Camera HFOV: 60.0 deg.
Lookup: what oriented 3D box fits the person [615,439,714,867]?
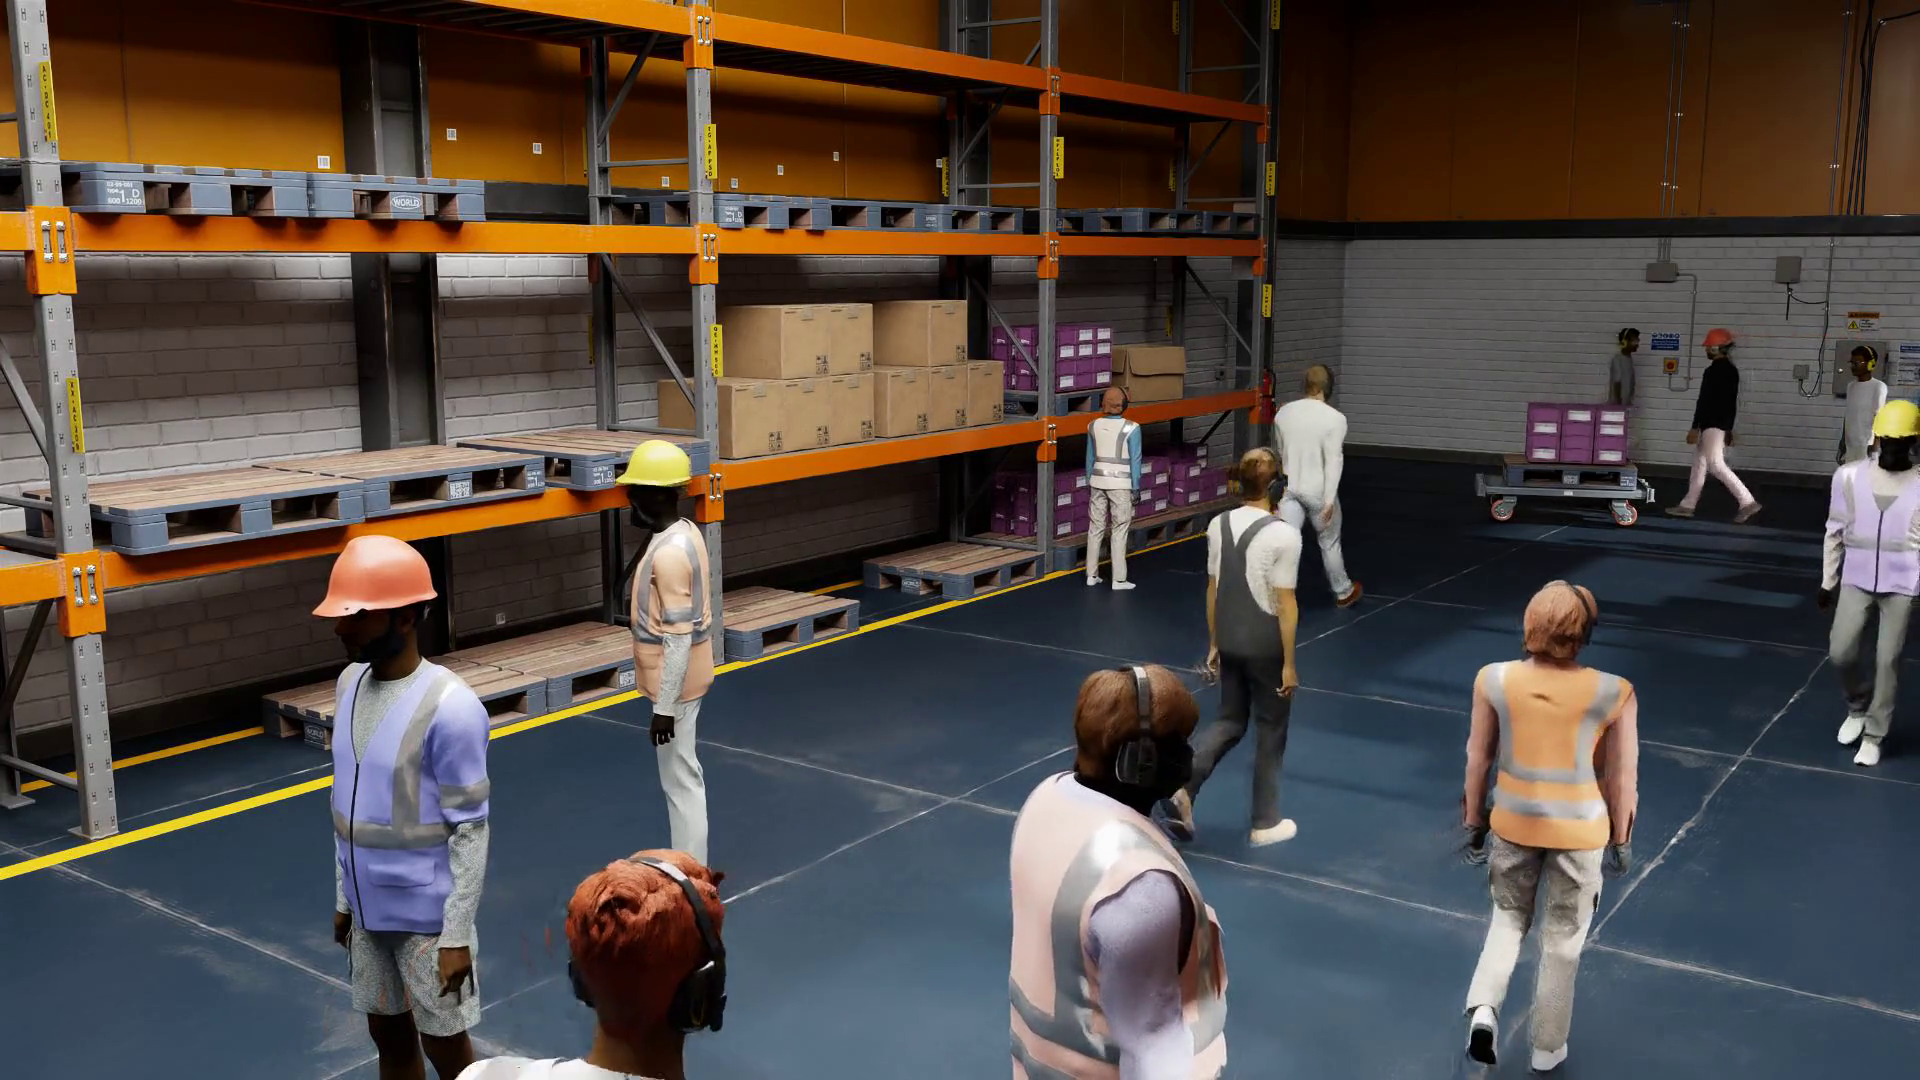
[{"bbox_3d":[-1.163,0.560,6.631,0.364,1.930,0.588,-2,10,-9],"label":"person"}]

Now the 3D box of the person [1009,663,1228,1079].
[{"bbox_3d":[0.322,1.151,3.382,0.429,1.839,0.633,-3,10,-15],"label":"person"}]

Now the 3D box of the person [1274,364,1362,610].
[{"bbox_3d":[2.607,-0.352,12.234,0.635,1.870,1.057,9,13,43],"label":"person"}]

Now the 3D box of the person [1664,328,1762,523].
[{"bbox_3d":[7.673,-1.155,16.778,0.952,1.962,0.620,9,13,42],"label":"person"}]

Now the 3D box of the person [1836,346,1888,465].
[{"bbox_3d":[8.217,-0.841,15.193,0.320,1.861,0.513,-1,10,-7],"label":"person"}]

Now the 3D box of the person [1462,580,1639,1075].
[{"bbox_3d":[1.855,0.940,5.274,0.518,1.627,0.435,7,12,34],"label":"person"}]

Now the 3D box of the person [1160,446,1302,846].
[{"bbox_3d":[1.239,0.497,7.334,0.669,1.825,0.510,-7,12,-37],"label":"person"}]

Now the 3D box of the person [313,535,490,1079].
[{"bbox_3d":[-1.456,0.943,4.332,0.543,1.938,0.356,6,11,33],"label":"person"}]

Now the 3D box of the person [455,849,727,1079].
[{"bbox_3d":[-0.461,1.331,2.299,0.573,1.851,0.949,3,10,15],"label":"person"}]

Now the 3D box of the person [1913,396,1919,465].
[{"bbox_3d":[9.602,-0.976,16.564,0.814,1.666,0.531,3,10,16],"label":"person"}]

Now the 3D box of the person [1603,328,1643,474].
[{"bbox_3d":[7.721,-1.529,19.291,0.386,1.855,0.571,7,12,37],"label":"person"}]

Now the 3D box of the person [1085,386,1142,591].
[{"bbox_3d":[1.216,-0.413,13.350,0.529,1.628,0.321,8,13,41],"label":"person"}]

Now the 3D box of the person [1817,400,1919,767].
[{"bbox_3d":[4.805,0.223,8.666,0.605,1.916,0.420,8,13,41],"label":"person"}]
